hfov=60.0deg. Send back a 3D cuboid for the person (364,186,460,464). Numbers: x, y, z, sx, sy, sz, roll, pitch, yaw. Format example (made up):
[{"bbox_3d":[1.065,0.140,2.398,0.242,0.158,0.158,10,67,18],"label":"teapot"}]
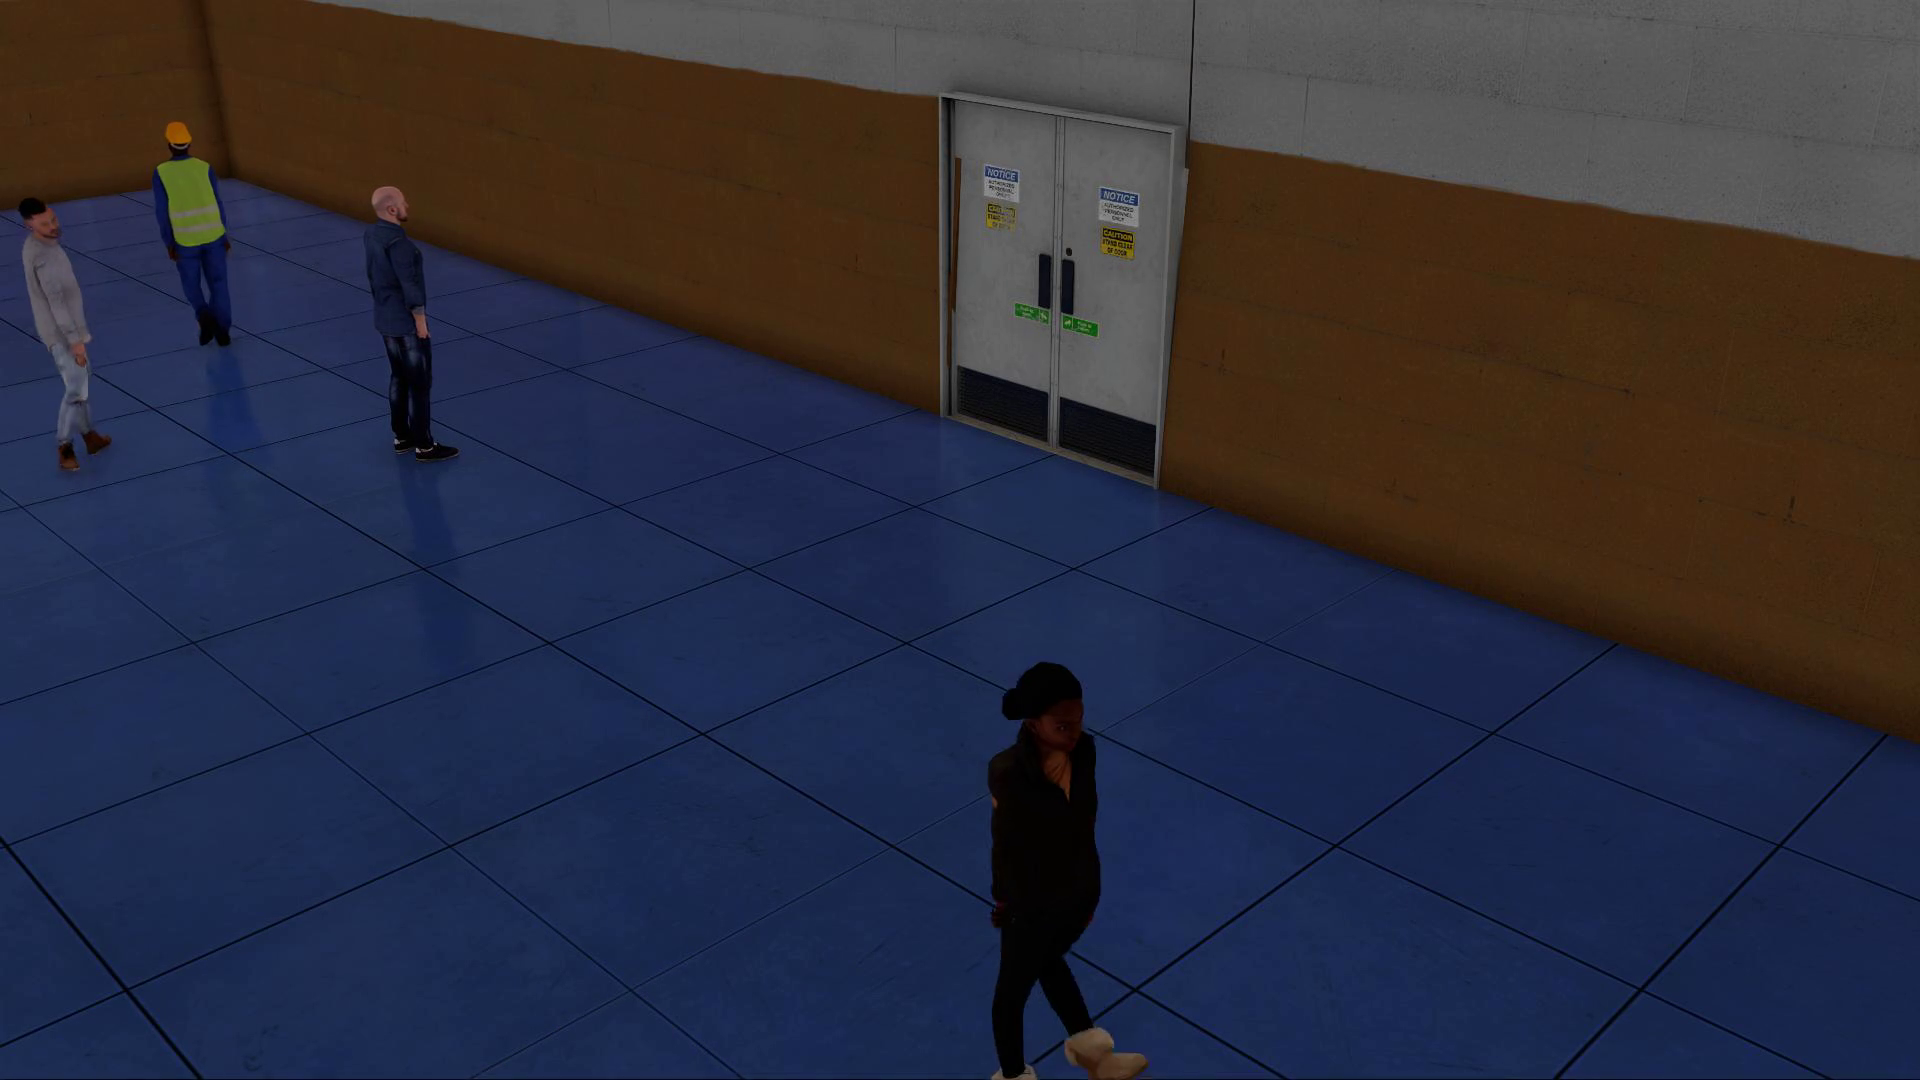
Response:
[{"bbox_3d":[-3.678,-1.430,11.019,0.544,1.825,0.713,-22,32,-40],"label":"person"}]

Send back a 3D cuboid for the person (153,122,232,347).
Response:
[{"bbox_3d":[-6.066,-2.395,13.255,0.846,1.801,0.835,-13,27,-28],"label":"person"}]

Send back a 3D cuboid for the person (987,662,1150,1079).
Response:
[{"bbox_3d":[0.344,1.191,5.233,0.765,1.661,0.717,-3,24,-6],"label":"person"}]

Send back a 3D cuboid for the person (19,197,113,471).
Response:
[{"bbox_3d":[-5.917,-1.397,10.965,0.722,1.808,0.888,-21,31,-39],"label":"person"}]
